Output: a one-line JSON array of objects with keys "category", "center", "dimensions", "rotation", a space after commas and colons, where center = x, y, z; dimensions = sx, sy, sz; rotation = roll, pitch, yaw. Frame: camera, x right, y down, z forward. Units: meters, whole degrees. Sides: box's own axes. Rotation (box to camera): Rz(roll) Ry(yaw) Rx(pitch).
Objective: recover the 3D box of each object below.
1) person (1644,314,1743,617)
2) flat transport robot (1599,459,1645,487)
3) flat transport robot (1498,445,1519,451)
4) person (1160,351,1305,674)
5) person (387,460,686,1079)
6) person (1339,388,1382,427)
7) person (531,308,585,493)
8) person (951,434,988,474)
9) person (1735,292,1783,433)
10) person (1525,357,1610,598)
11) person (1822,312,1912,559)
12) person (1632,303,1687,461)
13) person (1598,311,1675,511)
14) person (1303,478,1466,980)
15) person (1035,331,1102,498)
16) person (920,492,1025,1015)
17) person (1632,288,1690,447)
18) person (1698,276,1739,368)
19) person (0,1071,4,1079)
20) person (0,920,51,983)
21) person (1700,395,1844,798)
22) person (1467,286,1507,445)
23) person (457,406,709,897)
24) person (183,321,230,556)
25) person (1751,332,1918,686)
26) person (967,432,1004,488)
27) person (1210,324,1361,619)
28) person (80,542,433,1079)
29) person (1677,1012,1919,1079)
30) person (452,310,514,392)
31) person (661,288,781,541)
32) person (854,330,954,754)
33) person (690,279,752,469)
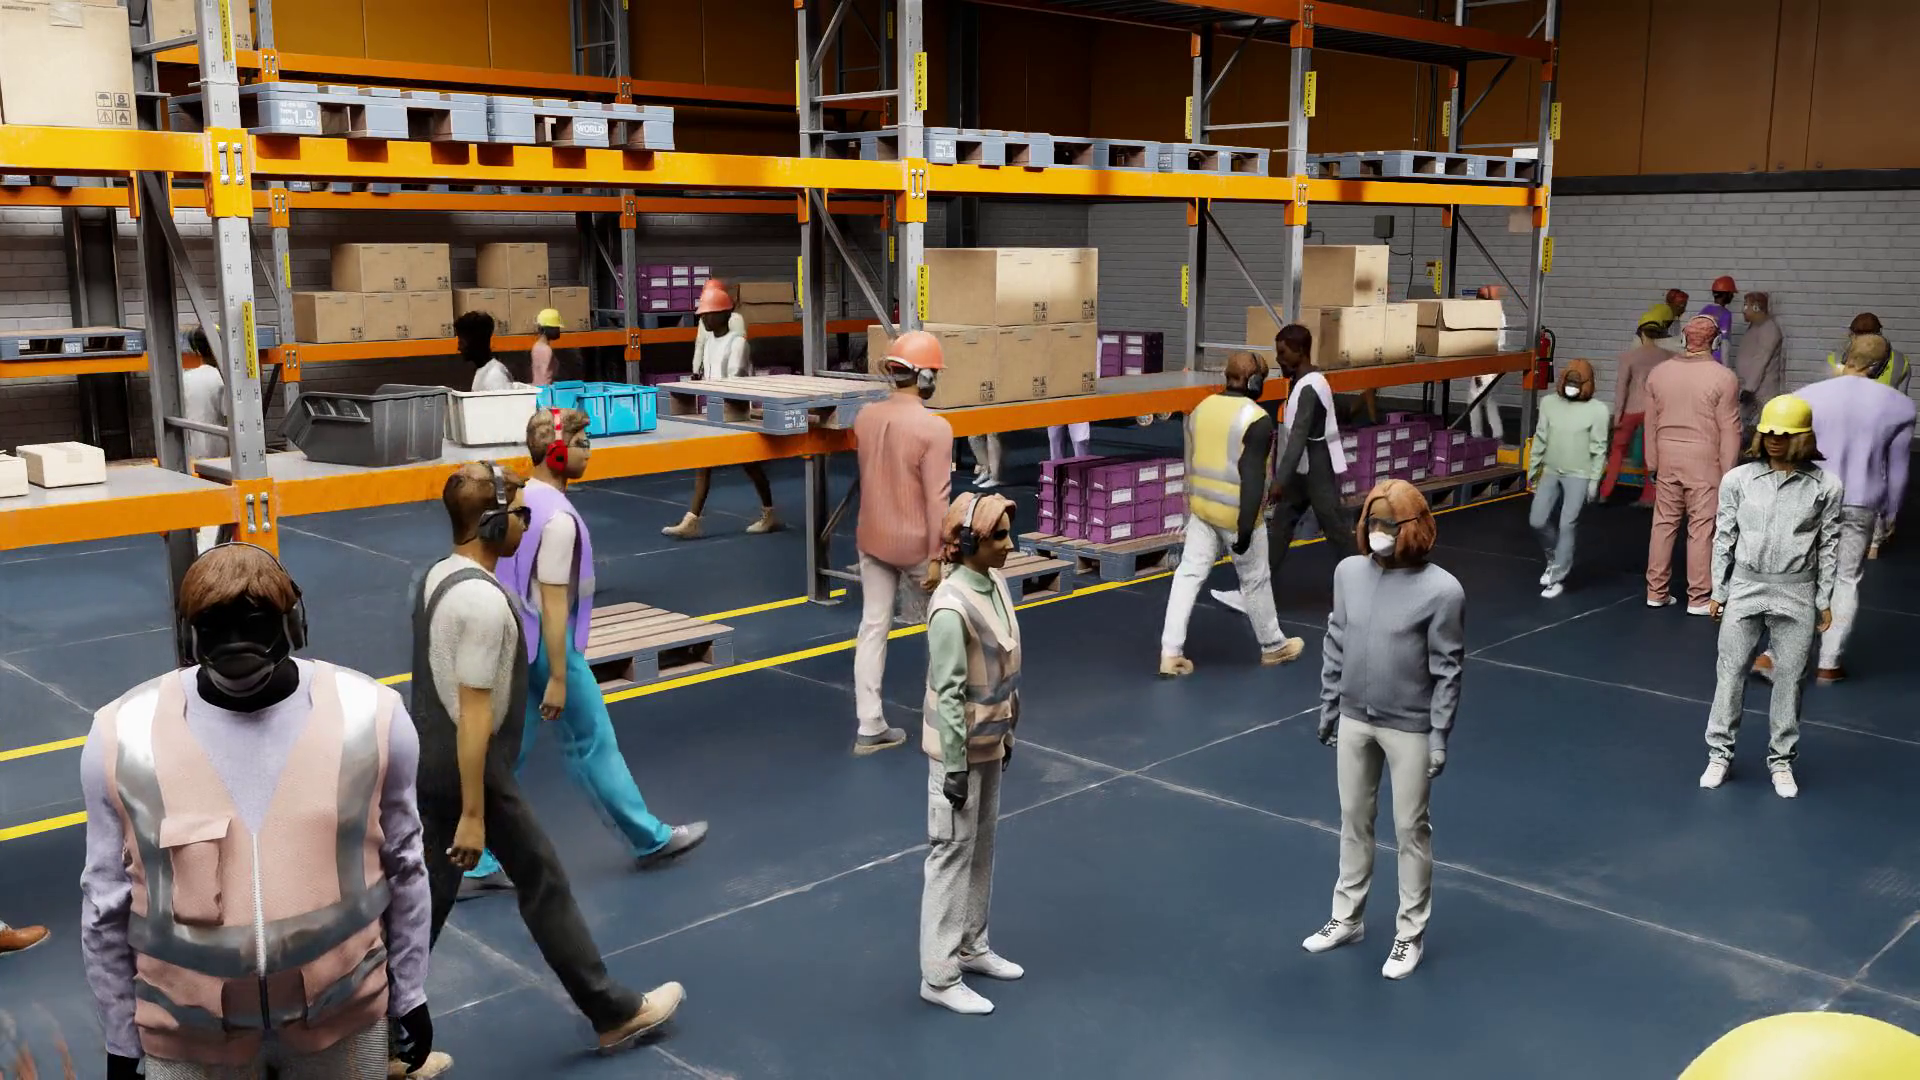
[{"category": "person", "center": [4.667, -0.472, 10.573], "dimensions": [0.409, 1.913, 0.647], "rotation": [-6, 12, -31]}, {"category": "flat transport robot", "center": [6.615, -0.604, 15.766], "dimensions": [0.652, 0.197, 1.431], "rotation": [-9, 14, -40]}, {"category": "flat transport robot", "center": [5.719, -0.809, 16.883], "dimensions": [0.652, 0.197, 1.431], "rotation": [-7, 13, -34]}, {"category": "person", "center": [1.477, -0.136, 9.138], "dimensions": [0.999, 1.786, 0.636], "rotation": [-7, 13, -34]}, {"category": "person", "center": [-1.324, 0.667, 4.718], "dimensions": [0.976, 1.781, 0.538], "rotation": [-7, 13, -34]}, {"category": "person", "center": [4.899, -2.166, 19.900], "dimensions": [0.598, 1.904, 0.827], "rotation": [-6, 12, -31]}, {"category": "person", "center": [-3.927, -1.272, 15.398], "dimensions": [0.764, 1.731, 0.566], "rotation": [-5, 11, -24]}, {"category": "person", "center": [0.109, -1.701, 16.917], "dimensions": [0.678, 2.000, 0.537], "rotation": [7, 13, 35]}, {"category": "person", "center": [7.946, -1.526, 16.511], "dimensions": [1.008, 1.856, 0.627], "rotation": [1, 10, 3]}, {"category": "person", "center": [4.011, -0.411, 11.025], "dimensions": [0.379, 1.610, 0.567], "rotation": [-9, 14, -42]}, {"category": "person", "center": [6.688, -0.768, 12.395], "dimensions": [0.619, 1.838, 0.430], "rotation": [2, 11, 10]}, {"category": "person", "center": [6.667, -1.382, 15.939], "dimensions": [0.529, 1.765, 0.326], "rotation": [8, 13, 36]}, {"category": "person", "center": [5.938, -1.128, 14.590], "dimensions": [0.560, 1.743, 0.416], "rotation": [-1, 10, -3]}, {"category": "person", "center": [1.390, 0.607, 5.443], "dimensions": [0.287, 1.633, 0.497], "rotation": [-10, 14, -43]}, {"category": "person", "center": [0.967, -1.298, 15.091], "dimensions": [0.641, 1.908, 0.407], "rotation": [9, 14, 40]}, {"category": "person", "center": [0.034, 0.655, 5.200], "dimensions": [0.314, 1.629, 0.509], "rotation": [3, 11, 17]}, {"category": "person", "center": [7.364, -1.701, 17.430], "dimensions": [0.630, 1.854, 0.459], "rotation": [-10, 14, -42]}, {"category": "person", "center": [8.762, -2.080, 19.272], "dimensions": [0.373, 1.934, 0.551], "rotation": [-1, 10, -7]}, {"category": "person", "center": [-1.049, 1.265, 1.879], "dimensions": [0.524, 1.620, 0.550], "rotation": [10, 14, 43]}, {"category": "person", "center": [-3.243, 0.489, 5.298], "dimensions": [0.638, 1.943, 0.419], "rotation": [10, 14, 44]}, {"category": "person", "center": [3.481, 0.243, 7.134], "dimensions": [0.493, 1.741, 0.317], "rotation": [5, 11, 24]}, {"category": "person", "center": [5.900, -1.924, 18.659], "dimensions": [0.530, 1.845, 0.624], "rotation": [10, 14, 44]}, {"category": "person", "center": [-1.452, 0.401, 6.118], "dimensions": [0.983, 1.789, 0.590], "rotation": [-7, 12, -33]}, {"category": "person", "center": [-4.745, -0.491, 10.824], "dimensions": [0.554, 1.852, 0.641], "rotation": [5, 11, 23]}, {"category": "person", "center": [4.693, -0.159, 8.915], "dimensions": [0.711, 1.894, 0.480], "rotation": [3, 11, 15]}, {"category": "person", "center": [0.261, -1.280, 15.772], "dimensions": [0.418, 1.609, 0.567], "rotation": [-4, 11, -23]}, {"category": "person", "center": [2.133, -0.408, 10.379], "dimensions": [1.032, 1.850, 0.617], "rotation": [0, 10, 1]}, {"category": "person", "center": [-1.332, 0.912, 3.212], "dimensions": [0.621, 1.845, 0.429], "rotation": [-4, 11, -23]}, {"category": "person", "center": [0.765, 1.234, 1.354], "dimensions": [0.665, 1.884, 0.622], "rotation": [6, 12, 28]}, {"category": "person", "center": [-2.923, -0.545, 10.917], "dimensions": [0.754, 1.931, 0.659], "rotation": [-3, 11, -17]}, {"category": "person", "center": [-1.862, -0.988, 13.188], "dimensions": [1.045, 1.995, 0.631], "rotation": [-9, 14, -40]}, {"category": "person", "center": [-0.210, 0.007, 7.822], "dimensions": [0.637, 1.964, 0.797], "rotation": [8, 13, 37]}, {"category": "person", "center": [-2.519, -1.710, 17.206], "dimensions": [0.607, 1.943, 0.972], "rotation": [10, 14, 42]}]
